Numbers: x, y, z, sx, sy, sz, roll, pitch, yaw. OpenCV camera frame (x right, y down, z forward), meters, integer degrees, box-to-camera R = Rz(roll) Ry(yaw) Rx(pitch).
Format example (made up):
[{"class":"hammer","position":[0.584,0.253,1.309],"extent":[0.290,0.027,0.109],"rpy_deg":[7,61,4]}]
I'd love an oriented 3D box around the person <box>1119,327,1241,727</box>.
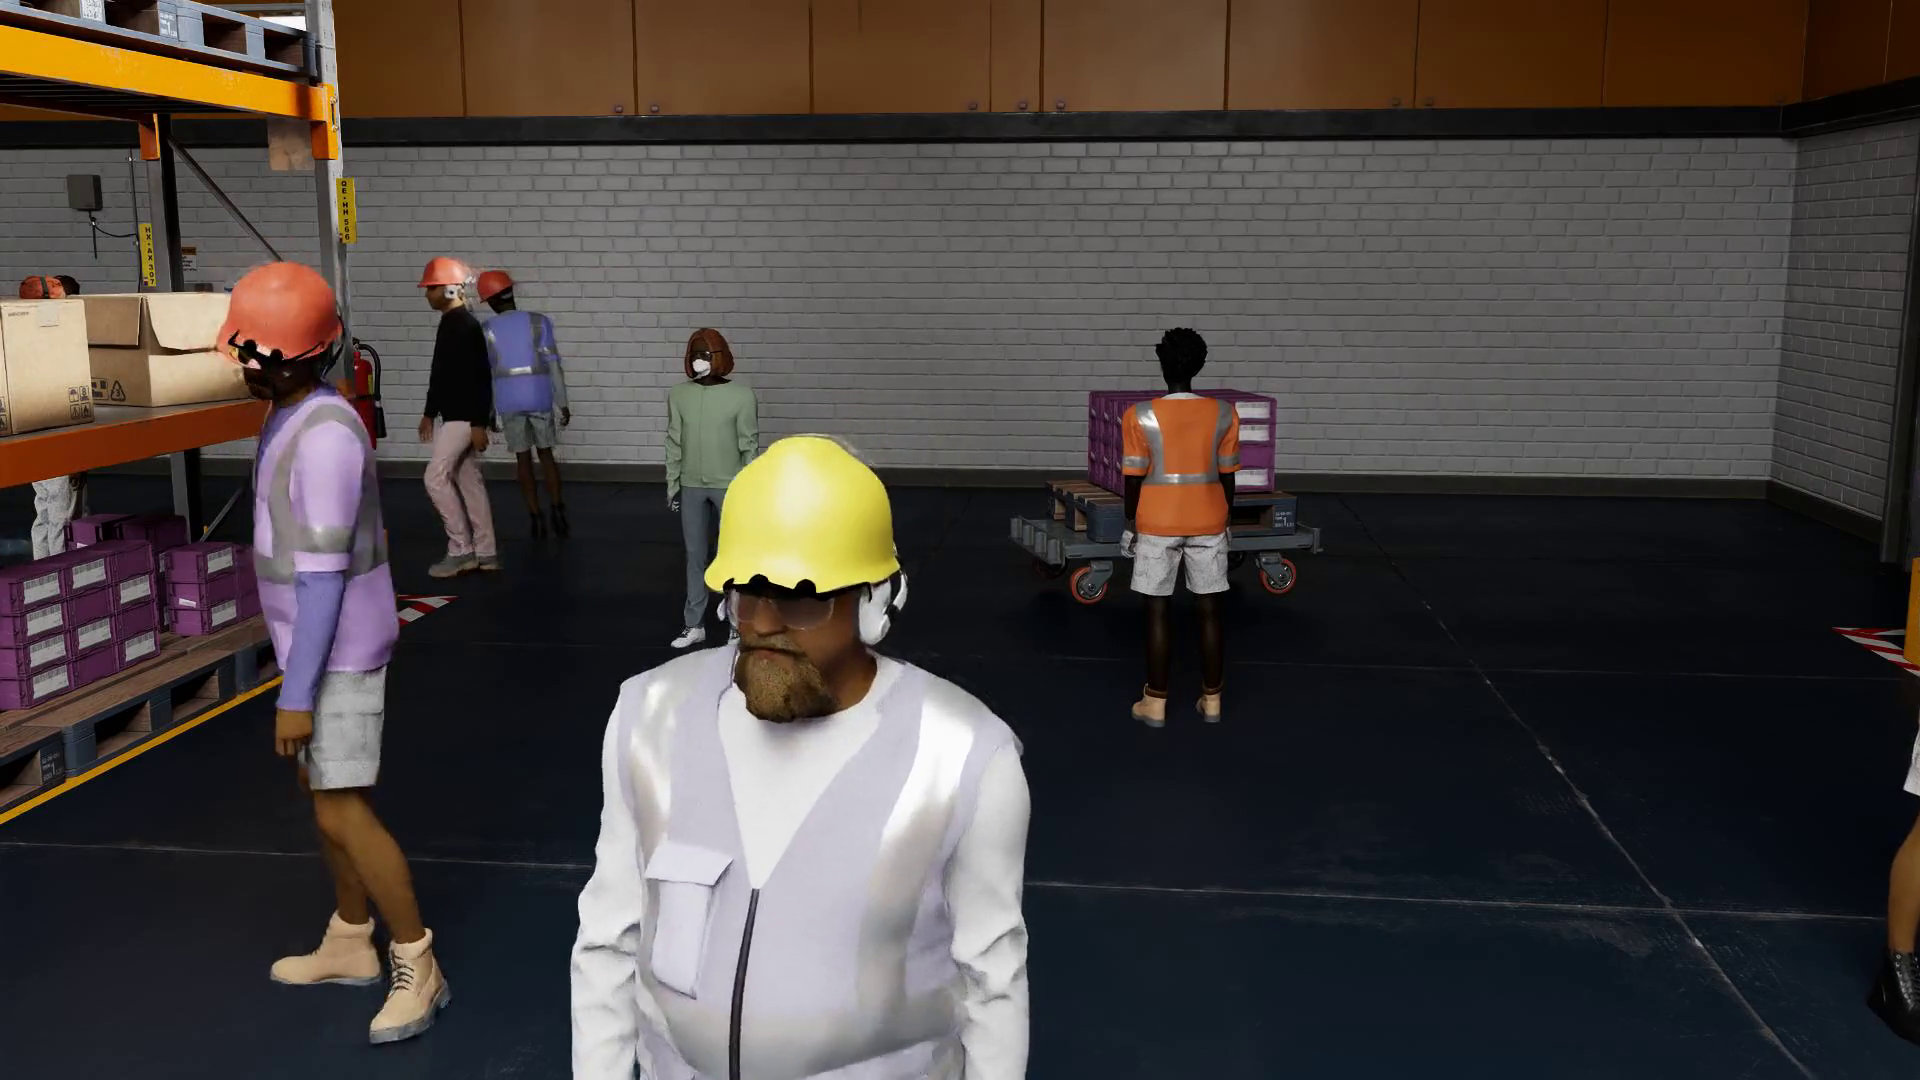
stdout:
[{"class":"person","position":[0.929,-0.048,7.067],"extent":[0.535,1.697,0.321],"rpy_deg":[-2,10,-11]}]

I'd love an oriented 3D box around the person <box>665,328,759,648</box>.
[{"class":"person","position":[-1.258,-0.252,8.422],"extent":[0.500,1.633,0.280],"rpy_deg":[2,10,13]}]

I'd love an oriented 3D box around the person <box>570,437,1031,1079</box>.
[{"class":"person","position":[-0.196,0.737,2.301],"extent":[0.600,1.805,0.858],"rpy_deg":[3,10,17]}]

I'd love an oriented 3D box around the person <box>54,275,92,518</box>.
[{"class":"person","position":[-6.236,-0.926,11.682],"extent":[0.429,1.845,0.621],"rpy_deg":[-2,10,-9]}]

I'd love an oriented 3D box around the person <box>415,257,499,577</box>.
[{"class":"person","position":[-3.175,-0.755,10.318],"extent":[0.601,1.969,0.621],"rpy_deg":[-4,11,-22]}]

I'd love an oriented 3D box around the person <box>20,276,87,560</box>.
[{"class":"person","position":[-4.793,-0.450,8.841],"extent":[0.574,1.883,0.355],"rpy_deg":[10,14,44]}]

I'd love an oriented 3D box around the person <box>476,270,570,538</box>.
[{"class":"person","position":[-3.090,-0.956,11.743],"extent":[0.630,1.875,0.535],"rpy_deg":[-3,10,-16]}]

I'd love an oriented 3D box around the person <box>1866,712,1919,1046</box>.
[{"class":"person","position":[2.657,0.351,4.155],"extent":[0.547,1.927,0.413],"rpy_deg":[-1,10,-6]}]

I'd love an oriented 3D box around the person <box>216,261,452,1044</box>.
[{"class":"person","position":[-1.628,0.293,4.312],"extent":[0.443,2.001,0.723],"rpy_deg":[-5,11,-26]}]
